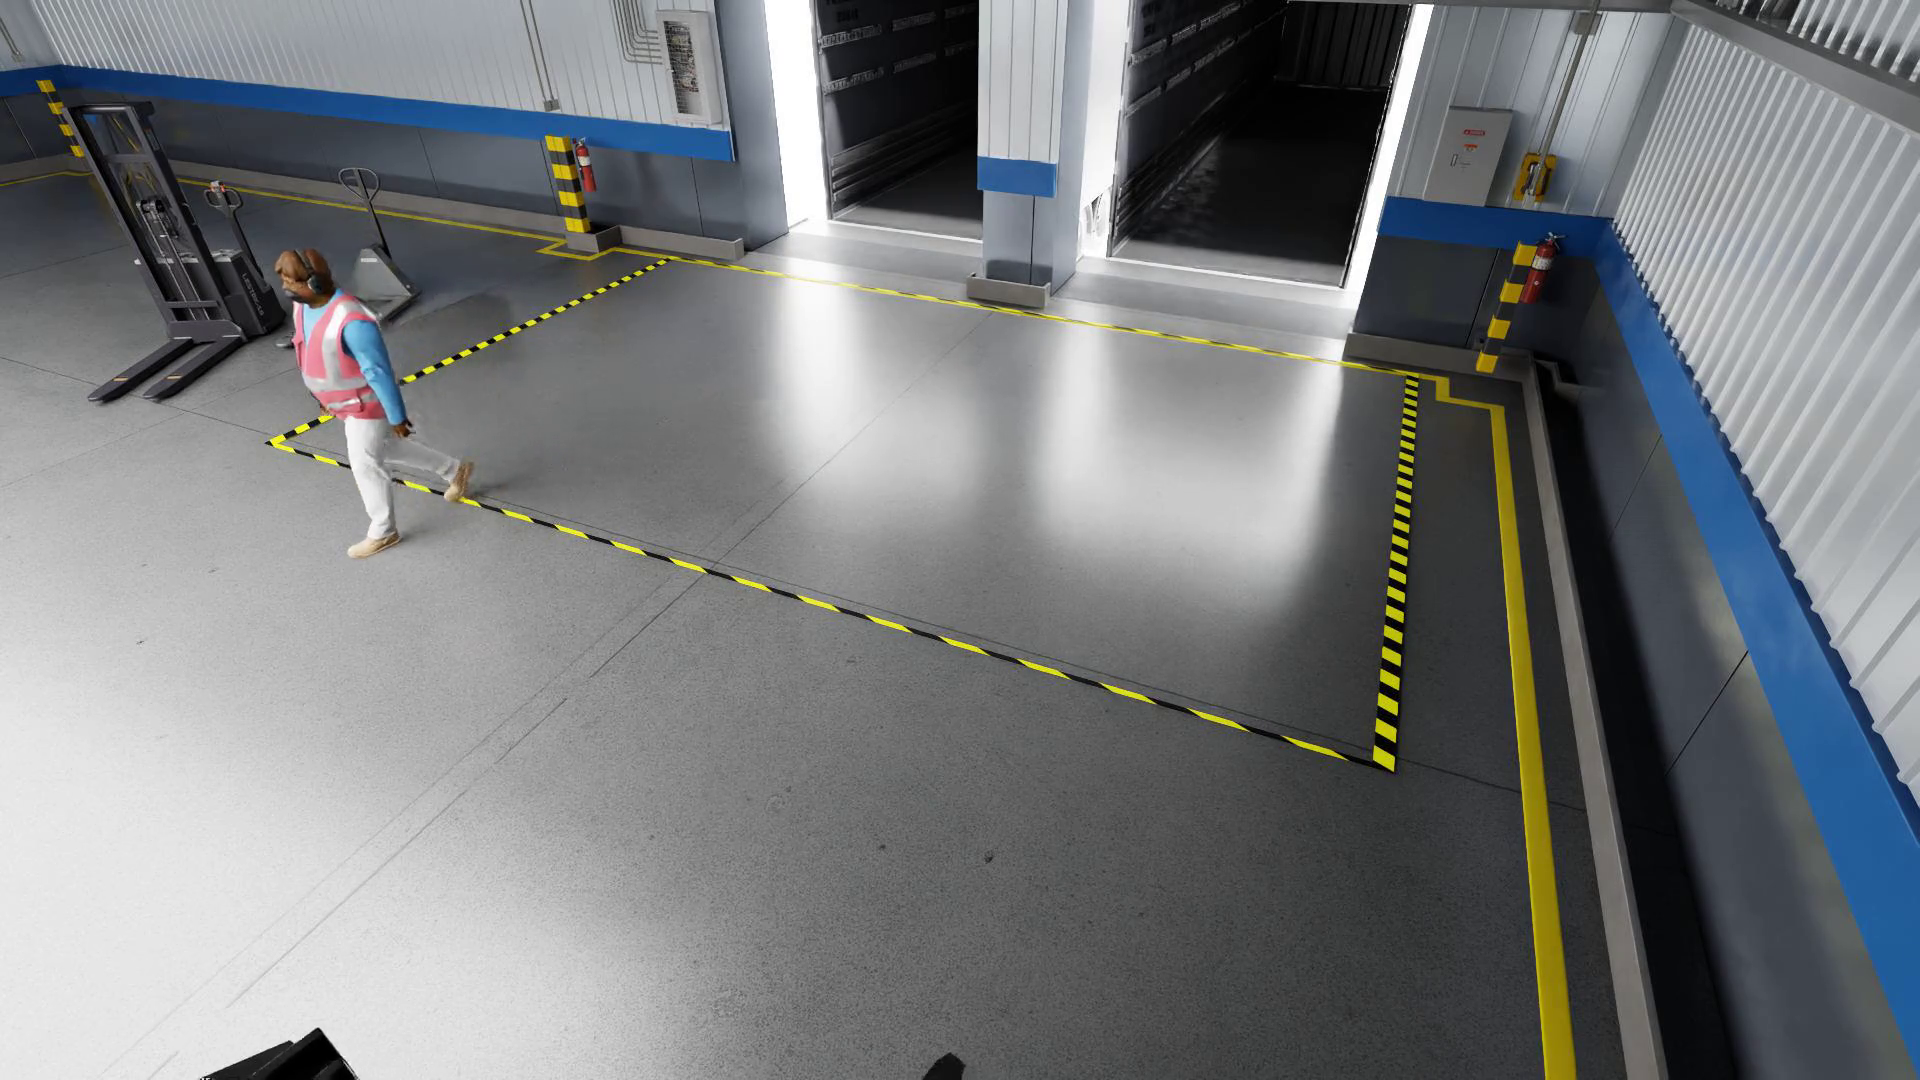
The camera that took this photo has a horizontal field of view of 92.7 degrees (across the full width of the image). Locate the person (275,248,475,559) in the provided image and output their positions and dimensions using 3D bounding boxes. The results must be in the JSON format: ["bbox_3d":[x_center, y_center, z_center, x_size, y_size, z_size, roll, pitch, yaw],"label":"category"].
[{"bbox_3d":[-3.444,-0.823,5.367,0.633,1.810,0.905,25,42,31],"label":"person"}]

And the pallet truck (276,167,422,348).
[{"bbox_3d":[-5.732,-2.611,8.414,0.680,1.201,1.601,-1,35,-1],"label":"pallet truck"}]

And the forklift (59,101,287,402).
[{"bbox_3d":[-6.686,-2.387,7.434,0.823,1.965,1.885,-3,35,-5],"label":"forklift"}]

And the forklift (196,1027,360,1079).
[{"bbox_3d":[-1.251,2.064,0.758,1.157,2.036,2.680,24,42,30],"label":"forklift"}]
